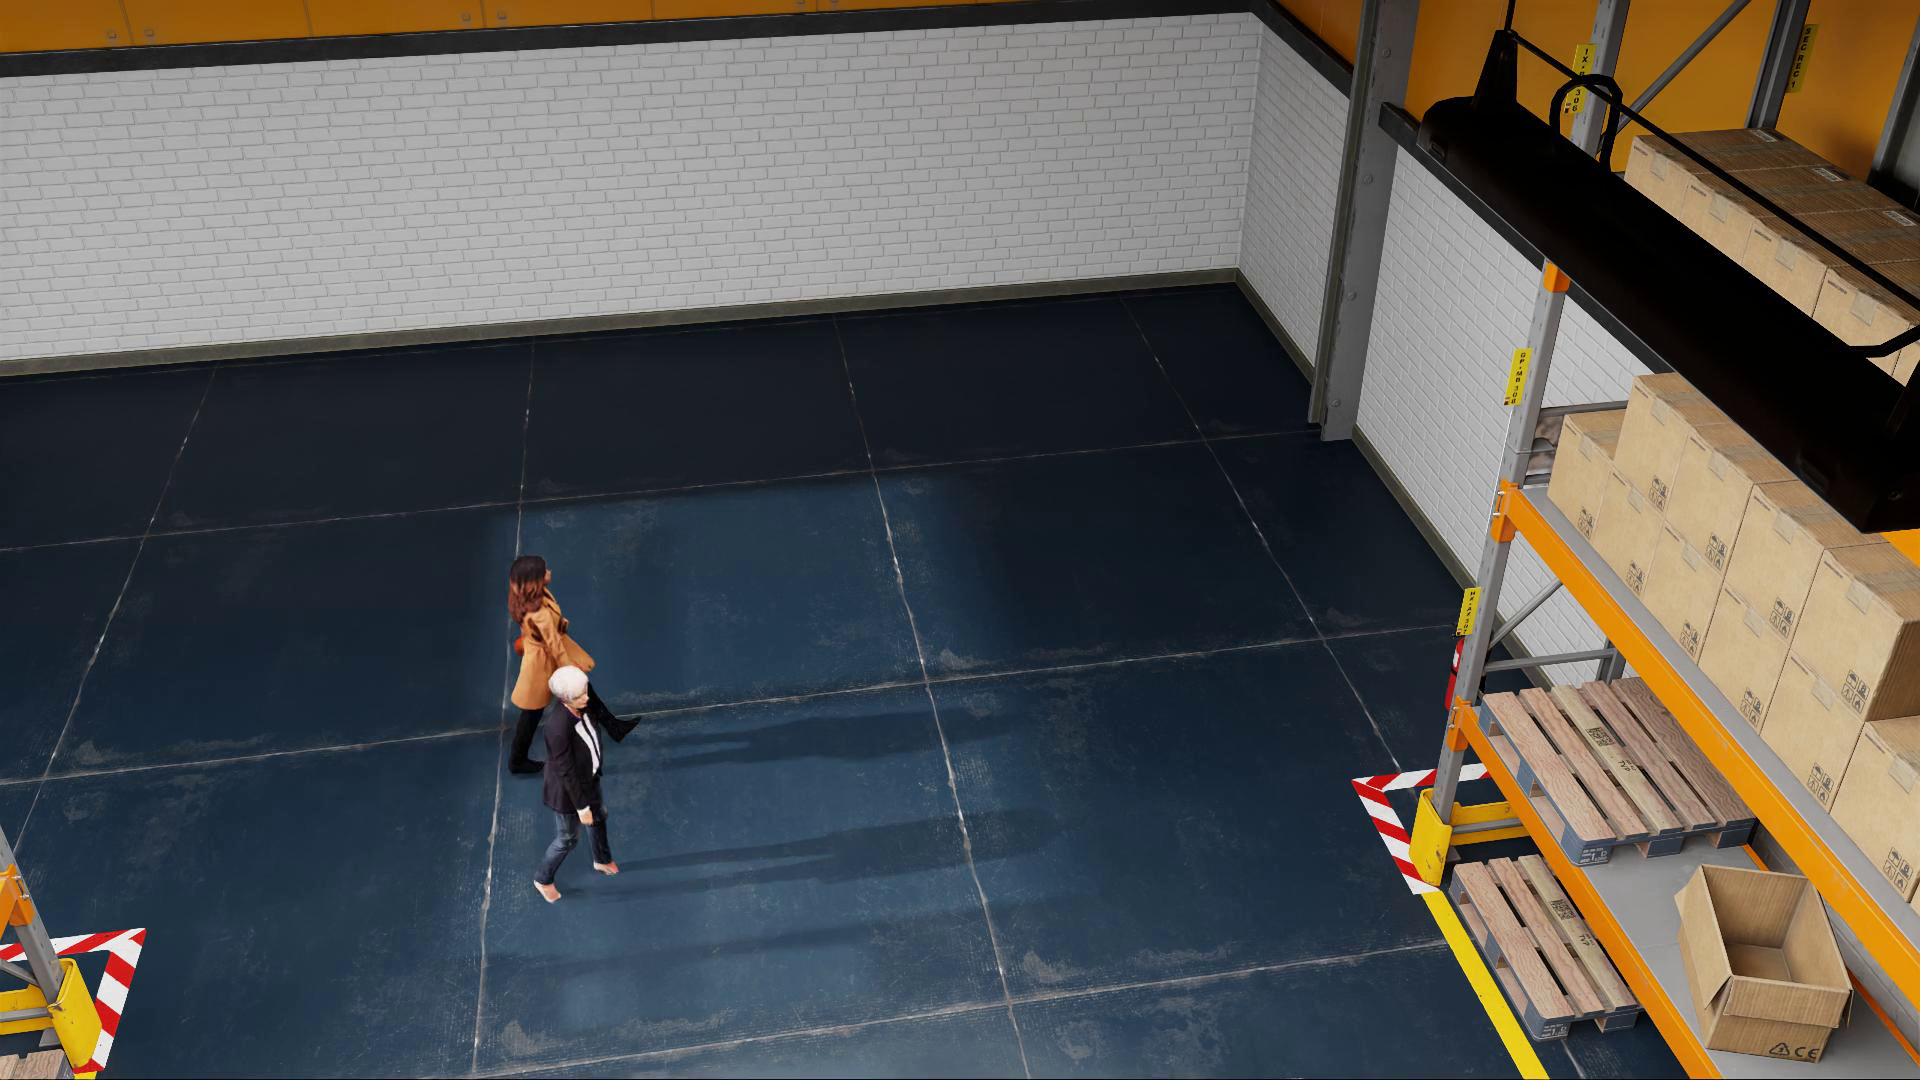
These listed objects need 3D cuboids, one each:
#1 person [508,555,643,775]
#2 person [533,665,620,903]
[{"bbox_3d":[-2.764,0.861,10.744,0.960,1.676,1.169,-13,36,-19],"label":"person"},{"bbox_3d":[-2.372,1.463,9.859,0.835,1.778,0.895,3,34,5],"label":"person"}]
